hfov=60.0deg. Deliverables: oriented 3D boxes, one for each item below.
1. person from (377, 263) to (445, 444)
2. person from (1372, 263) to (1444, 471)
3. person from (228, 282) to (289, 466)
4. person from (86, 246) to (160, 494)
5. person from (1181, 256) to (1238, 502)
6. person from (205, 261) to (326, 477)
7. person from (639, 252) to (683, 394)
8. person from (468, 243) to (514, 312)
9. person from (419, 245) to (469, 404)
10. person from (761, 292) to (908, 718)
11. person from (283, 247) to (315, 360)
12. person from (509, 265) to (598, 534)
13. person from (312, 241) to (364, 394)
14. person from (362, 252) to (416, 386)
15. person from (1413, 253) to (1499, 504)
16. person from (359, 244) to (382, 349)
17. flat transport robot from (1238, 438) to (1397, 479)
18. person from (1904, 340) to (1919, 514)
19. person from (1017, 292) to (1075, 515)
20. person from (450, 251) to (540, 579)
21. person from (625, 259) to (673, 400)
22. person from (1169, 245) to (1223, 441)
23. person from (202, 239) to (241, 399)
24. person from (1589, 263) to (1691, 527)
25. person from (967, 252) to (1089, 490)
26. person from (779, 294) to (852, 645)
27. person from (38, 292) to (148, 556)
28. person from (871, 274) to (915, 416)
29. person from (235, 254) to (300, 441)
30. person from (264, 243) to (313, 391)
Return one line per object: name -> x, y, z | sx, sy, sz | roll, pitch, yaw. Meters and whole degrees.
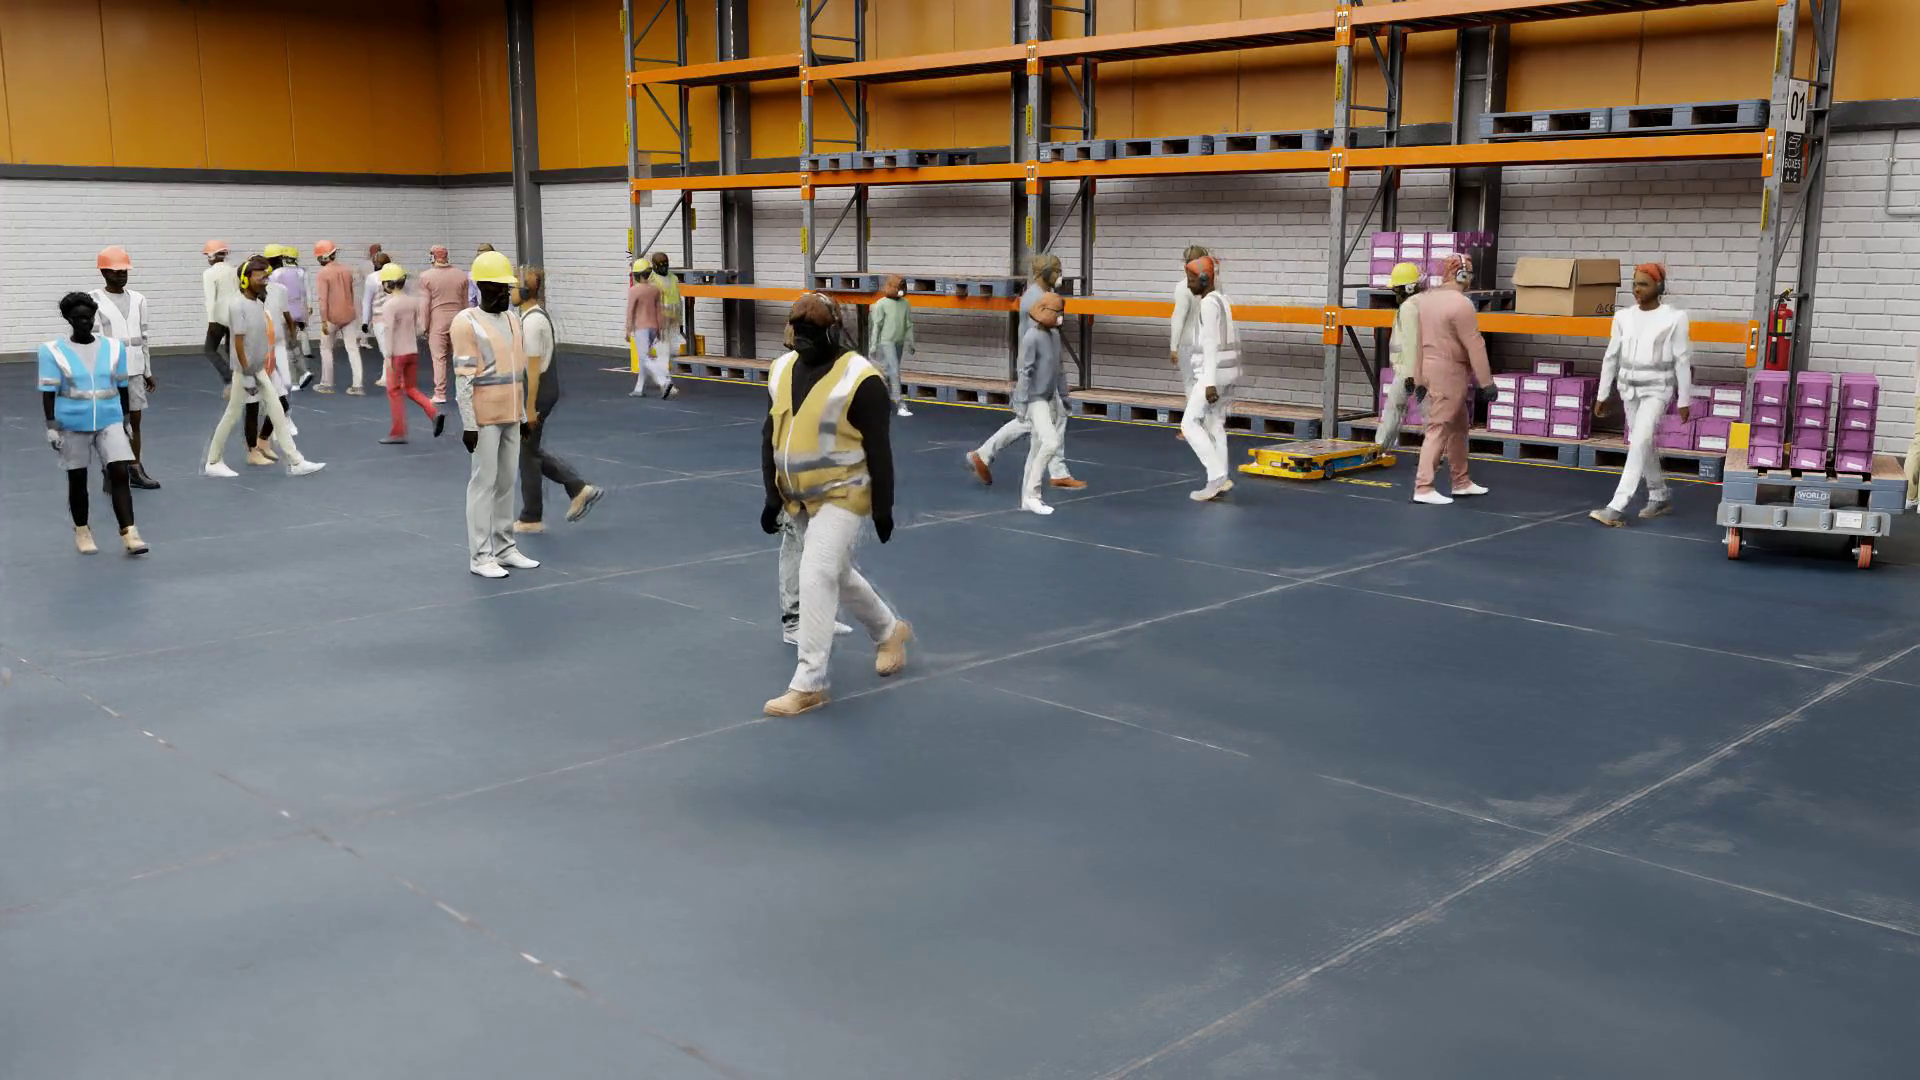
person -> -5.364, -1.794, 16.081 | 0.569, 1.749, 0.540 | 3, 11, 15
person -> 3.817, -1.483, 14.325 | 0.875, 1.775, 0.623 | 8, 13, 37
person -> -6.152, -1.476, 14.576 | 0.366, 1.685, 0.538 | 3, 11, 17
person -> -6.609, -1.339, 13.127 | 0.378, 1.938, 0.547 | 6, 12, 29
person -> 1.902, -1.212, 12.634 | 0.416, 1.865, 0.609 | 4, 11, 19
person -> -5.922, -1.415, 13.903 | 1.009, 1.810, 0.541 | 1, 10, 6
person -> -3.857, -2.795, 21.412 | 0.578, 1.820, 0.638 | 8, 13, 37
person -> -5.865, -2.747, 20.849 | 0.623, 1.932, 0.376 | 3, 11, 14
person -> -6.237, -2.598, 20.088 | 0.638, 1.906, 0.407 | -10, 14, -43
person -> -0.534, -0.191, 7.290 | 0.605, 1.794, 0.942 | 10, 14, 43
person -> -10.795, -3.828, 26.984 | 0.591, 1.833, 0.403 | -1, 10, -6
person -> -2.837, -0.941, 11.270 | 0.568, 1.830, 0.507 | -2, 11, -11
person -> -8.006, -2.830, 21.234 | 0.891, 1.941, 0.677 | 6, 12, 30
person -> -7.556, -2.915, 22.093 | 0.851, 1.808, 0.634 | 7, 12, 33
person -> 3.796, -1.197, 12.509 | 0.811, 1.877, 0.657 | -1, 10, -6
person -> -10.410, -4.352, 29.776 | 0.664, 1.866, 0.908 | 5, 12, 27
flat transport robot -> 3.070, -0.706, 14.224 | 1.431, 0.197, 0.652 | -10, 14, -44
person -> 7.129, -1.005, 12.133 | 0.268, 1.632, 0.506 | 1, 10, 3
person -> 0.614, -0.984, 12.056 | 0.431, 1.614, 0.513 | 5, 11, 24
person -> -2.757, -0.745, 9.918 | 0.374, 1.925, 0.595 | 4, 11, 20
person -> -3.862, -2.605, 20.581 | 0.803, 1.737, 0.531 | 7, 12, 33
person -> 2.291, -1.917, 16.305 | 0.662, 1.924, 0.436 | -10, 14, -43
person -> -9.046, -2.691, 20.409 | 0.481, 1.969, 0.673 | 3, 11, 16
person -> 4.793, -1.020, 11.693 | 1.006, 1.827, 0.603 | -6, 12, -31
person -> 0.539, -1.330, 13.191 | 0.909, 1.901, 0.635 | 1, 10, 7
person -> -0.721, -0.348, 8.266 | 0.303, 1.740, 0.485 | 4, 11, 21
person -> -5.412, -0.702, 10.391 | 0.544, 1.664, 0.769 | -9, 14, -40
person -> -0.805, -2.221, 18.861 | 0.523, 1.598, 0.793 | -10, 15, -44
person -> -6.804, -1.893, 16.403 | 0.556, 1.841, 0.412 | -6, 12, -28
person -> -8.759, -2.877, 21.565 | 0.450, 1.912, 0.640 | 3, 11, 14
